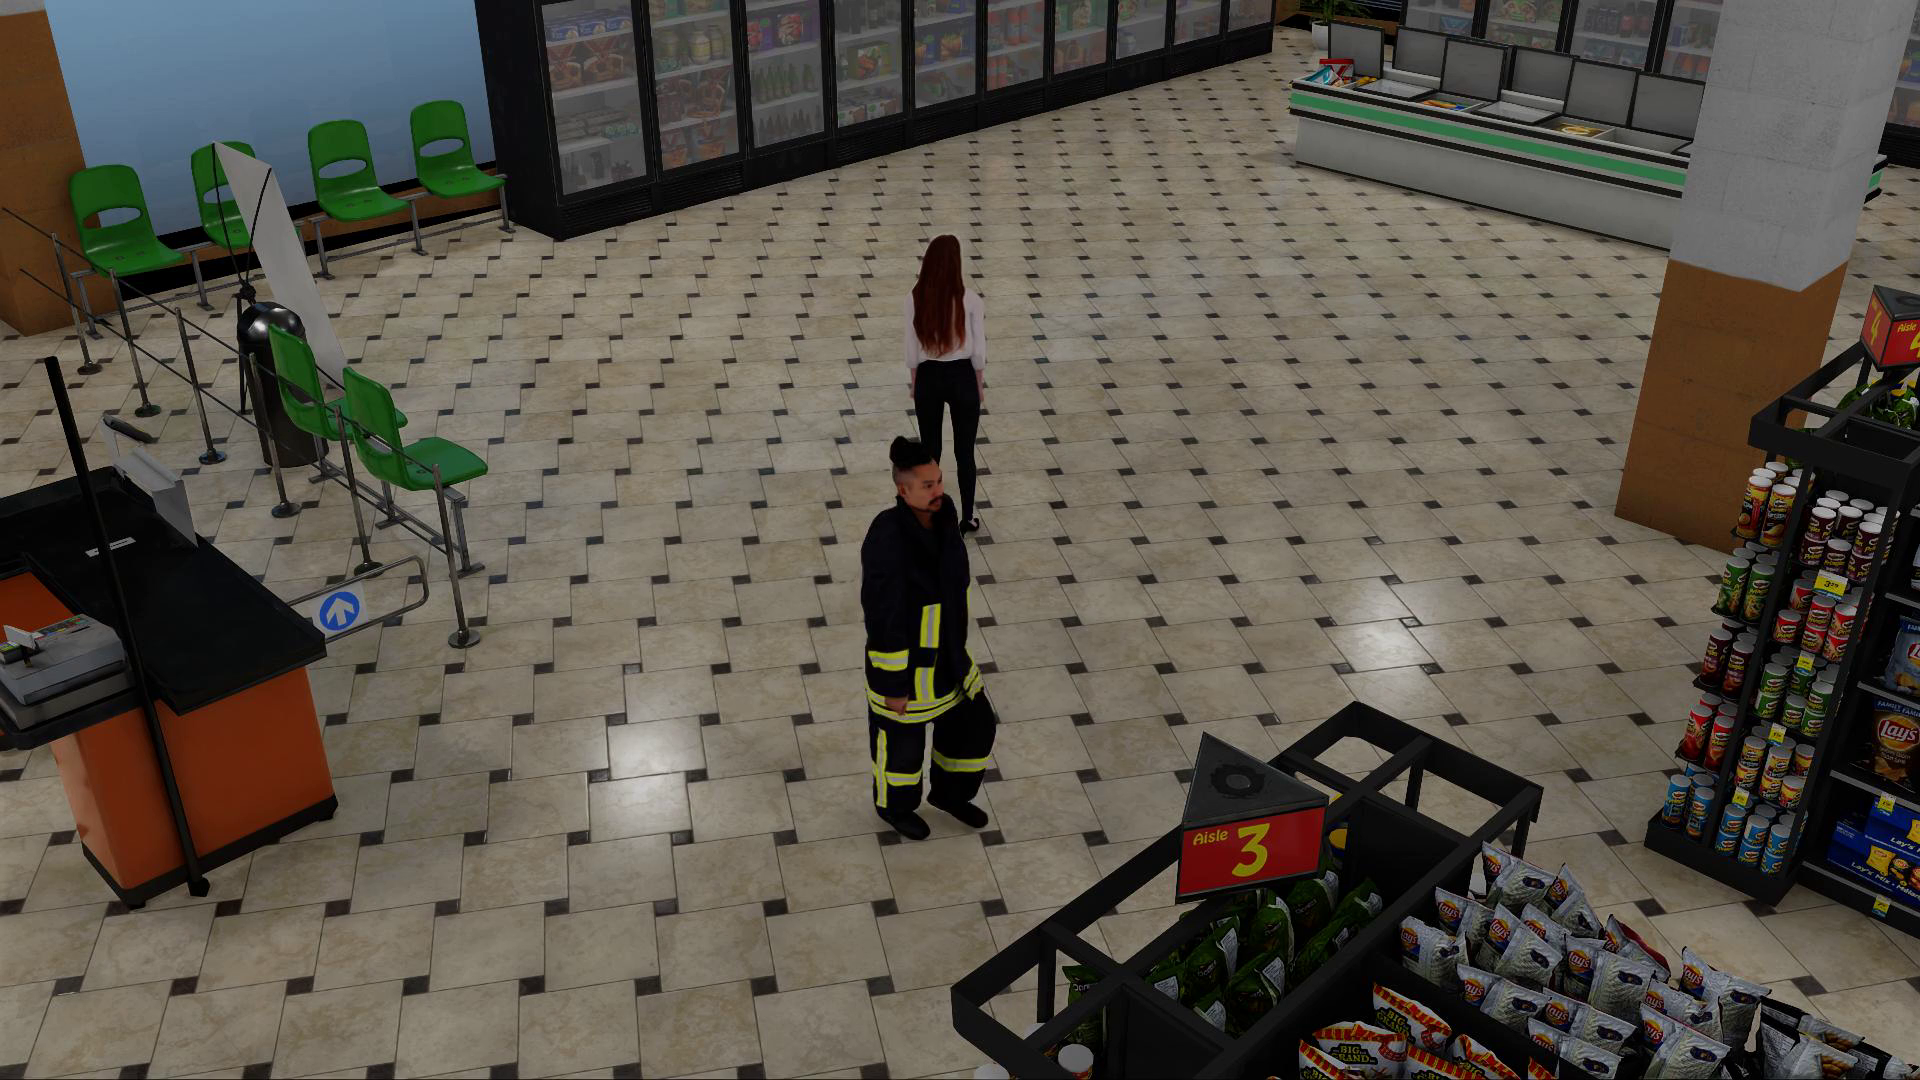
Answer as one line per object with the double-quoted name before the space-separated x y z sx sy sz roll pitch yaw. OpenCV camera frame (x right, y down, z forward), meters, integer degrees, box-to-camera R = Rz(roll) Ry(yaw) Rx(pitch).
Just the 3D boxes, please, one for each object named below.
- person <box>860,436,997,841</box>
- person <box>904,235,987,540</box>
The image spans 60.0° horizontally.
"person" -0.228 0.393 6.788 0.764 1.853 0.817 20 35 33
"person" -0.075 -0.817 9.103 0.633 1.759 0.724 4 29 7
